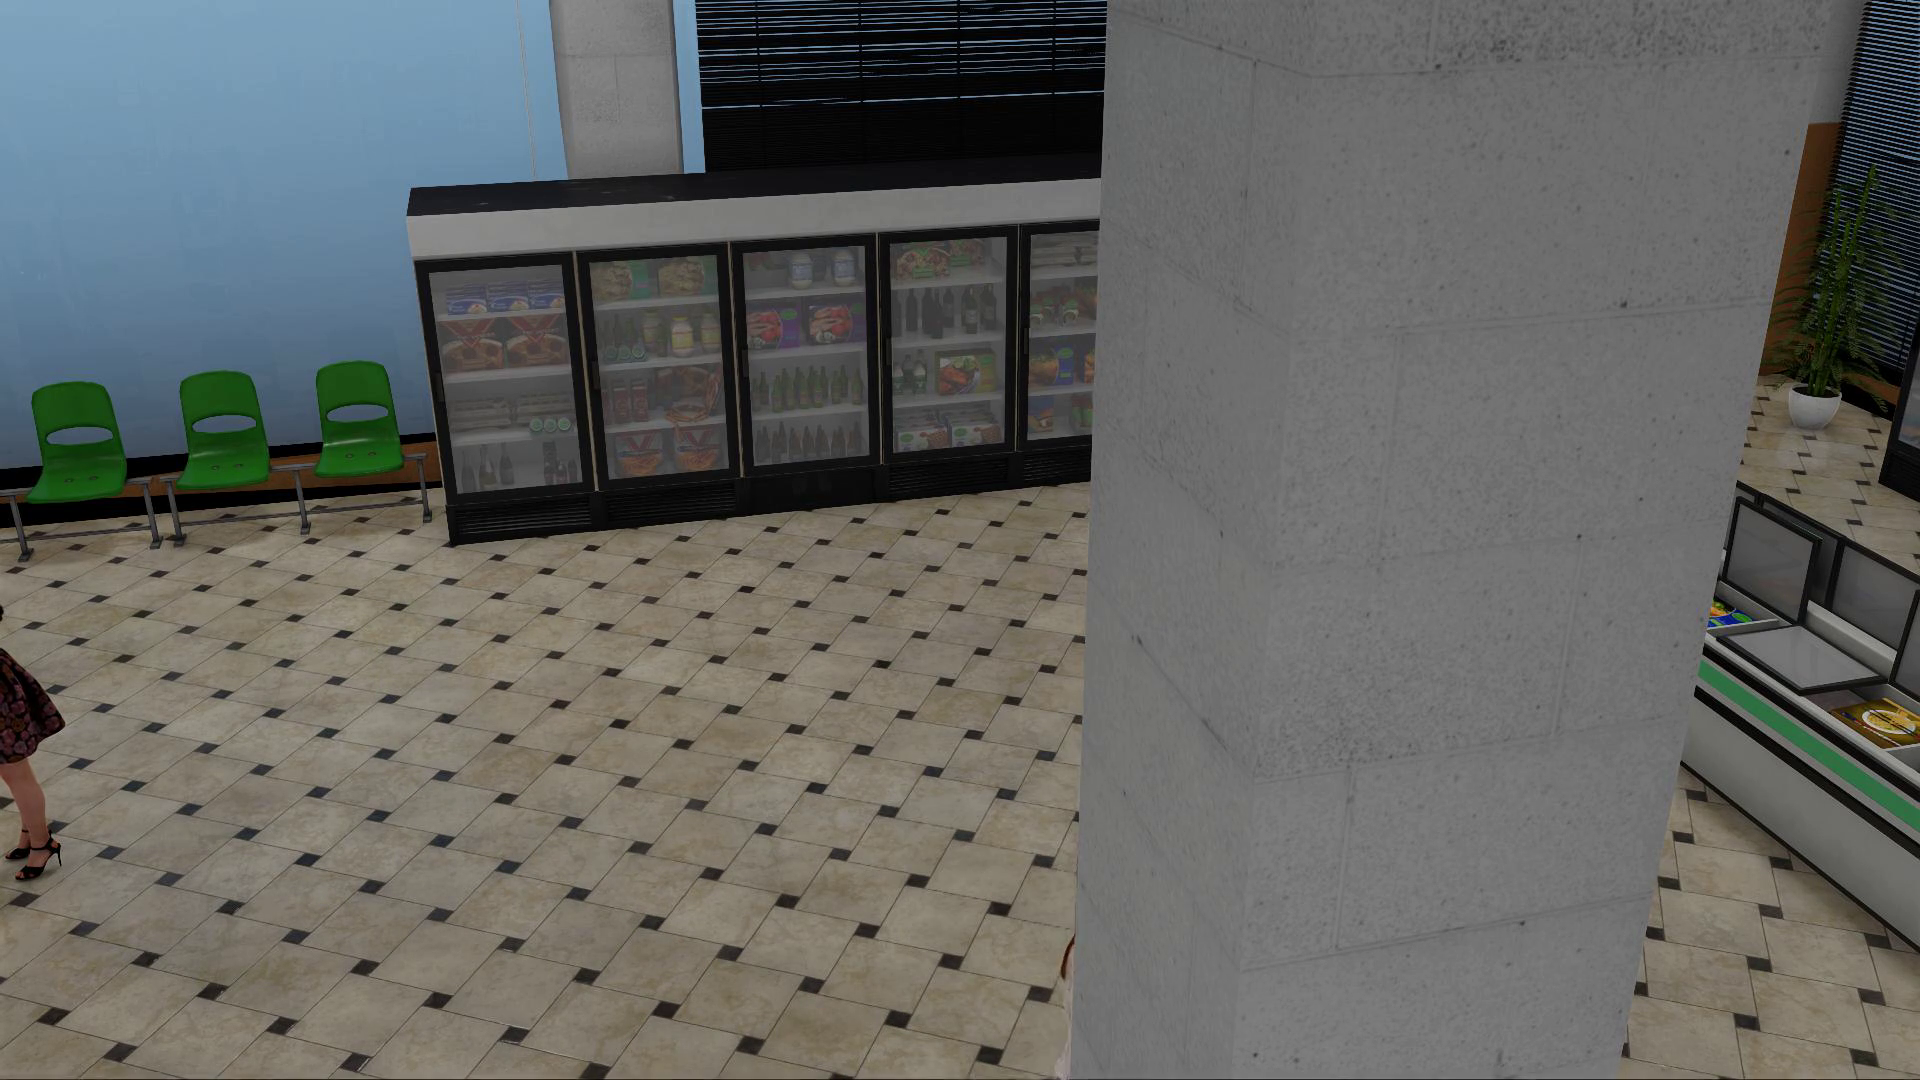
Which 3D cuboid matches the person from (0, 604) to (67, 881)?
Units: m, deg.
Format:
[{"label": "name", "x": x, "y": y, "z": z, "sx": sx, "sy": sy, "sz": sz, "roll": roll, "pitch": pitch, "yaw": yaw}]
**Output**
[{"label": "person", "x": -4.465, "y": 0.754, "z": 7.667, "sx": 0.819, "sy": 1.775, "sz": 0.723, "roll": -16, "pitch": 28, "yaw": -32}]
